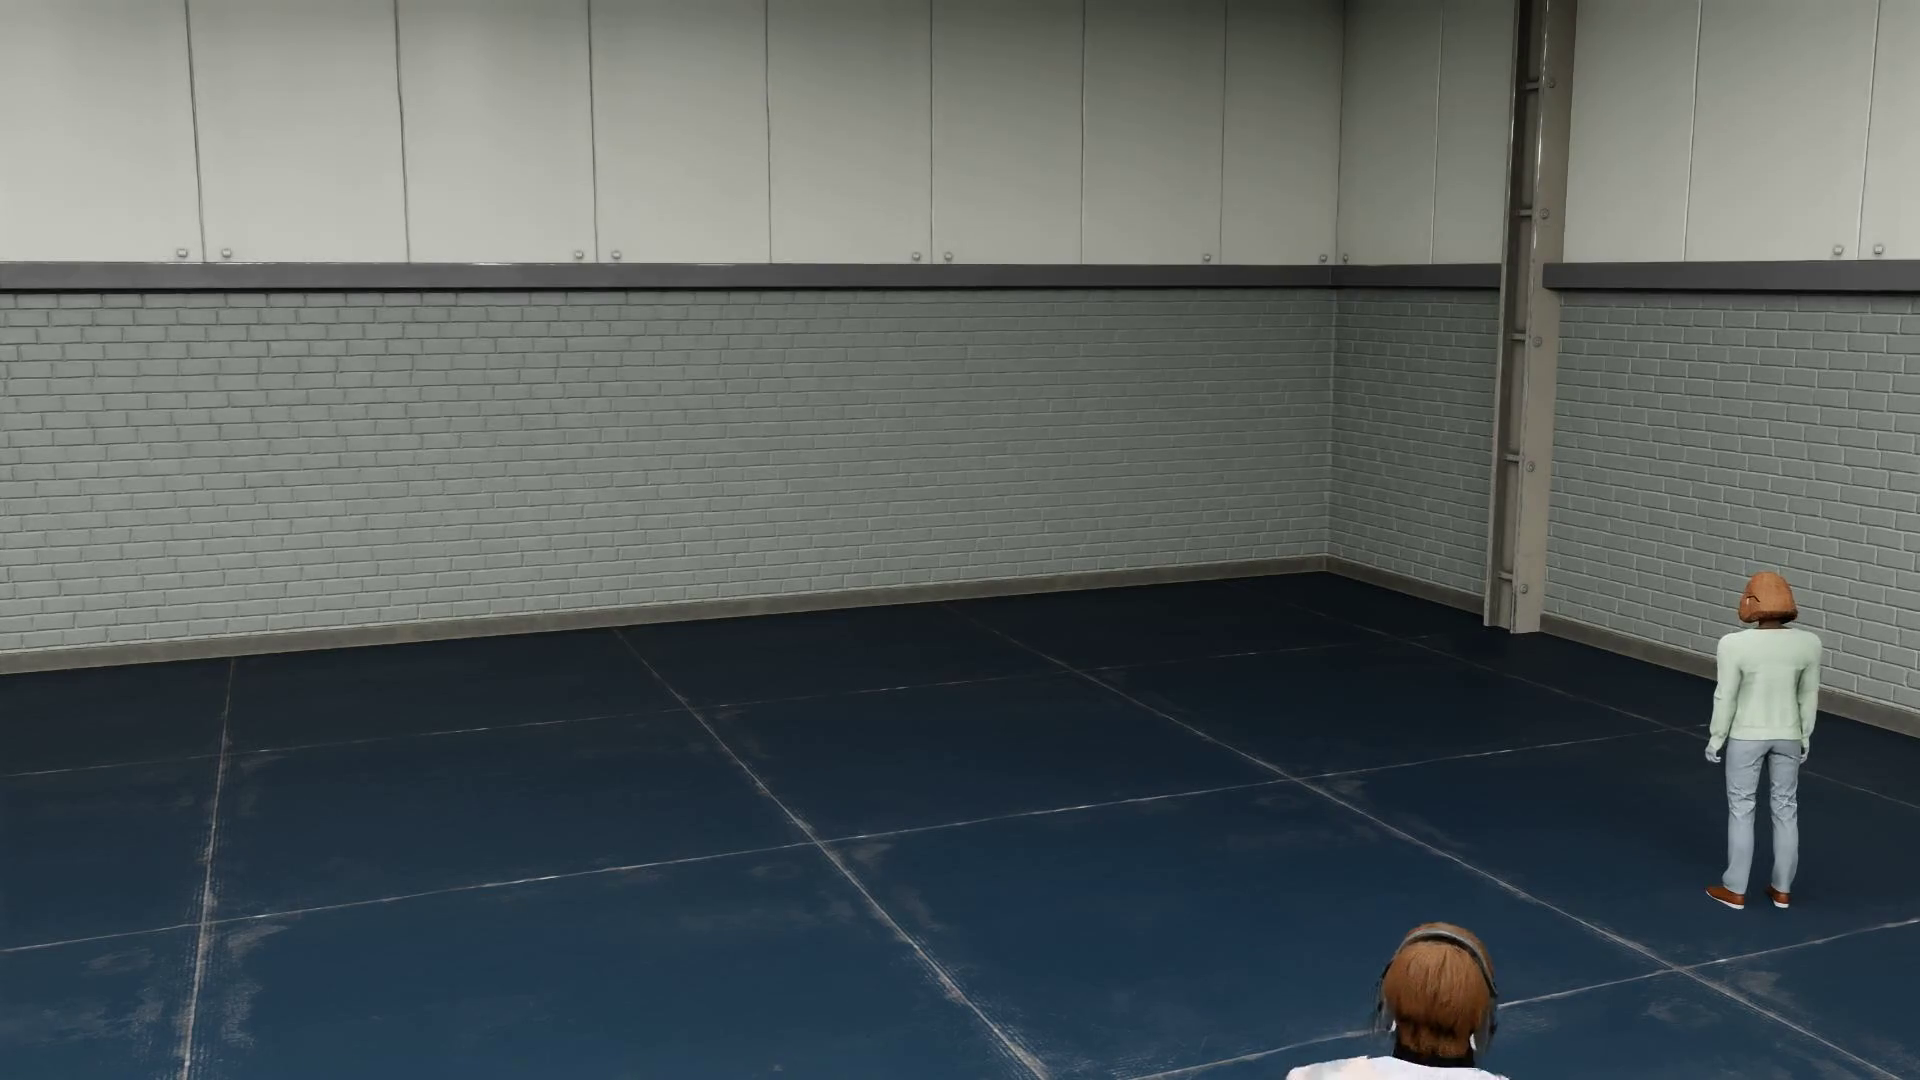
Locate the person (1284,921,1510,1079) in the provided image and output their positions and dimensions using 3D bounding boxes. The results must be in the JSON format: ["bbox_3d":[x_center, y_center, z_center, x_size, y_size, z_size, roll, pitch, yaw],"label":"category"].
[{"bbox_3d":[0.888,1.628,3.276,0.641,1.798,0.950,3,10,18],"label":"person"}]

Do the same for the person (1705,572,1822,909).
[{"bbox_3d":[3.835,0.960,7.963,0.498,1.632,0.285,0,9,0],"label":"person"}]
